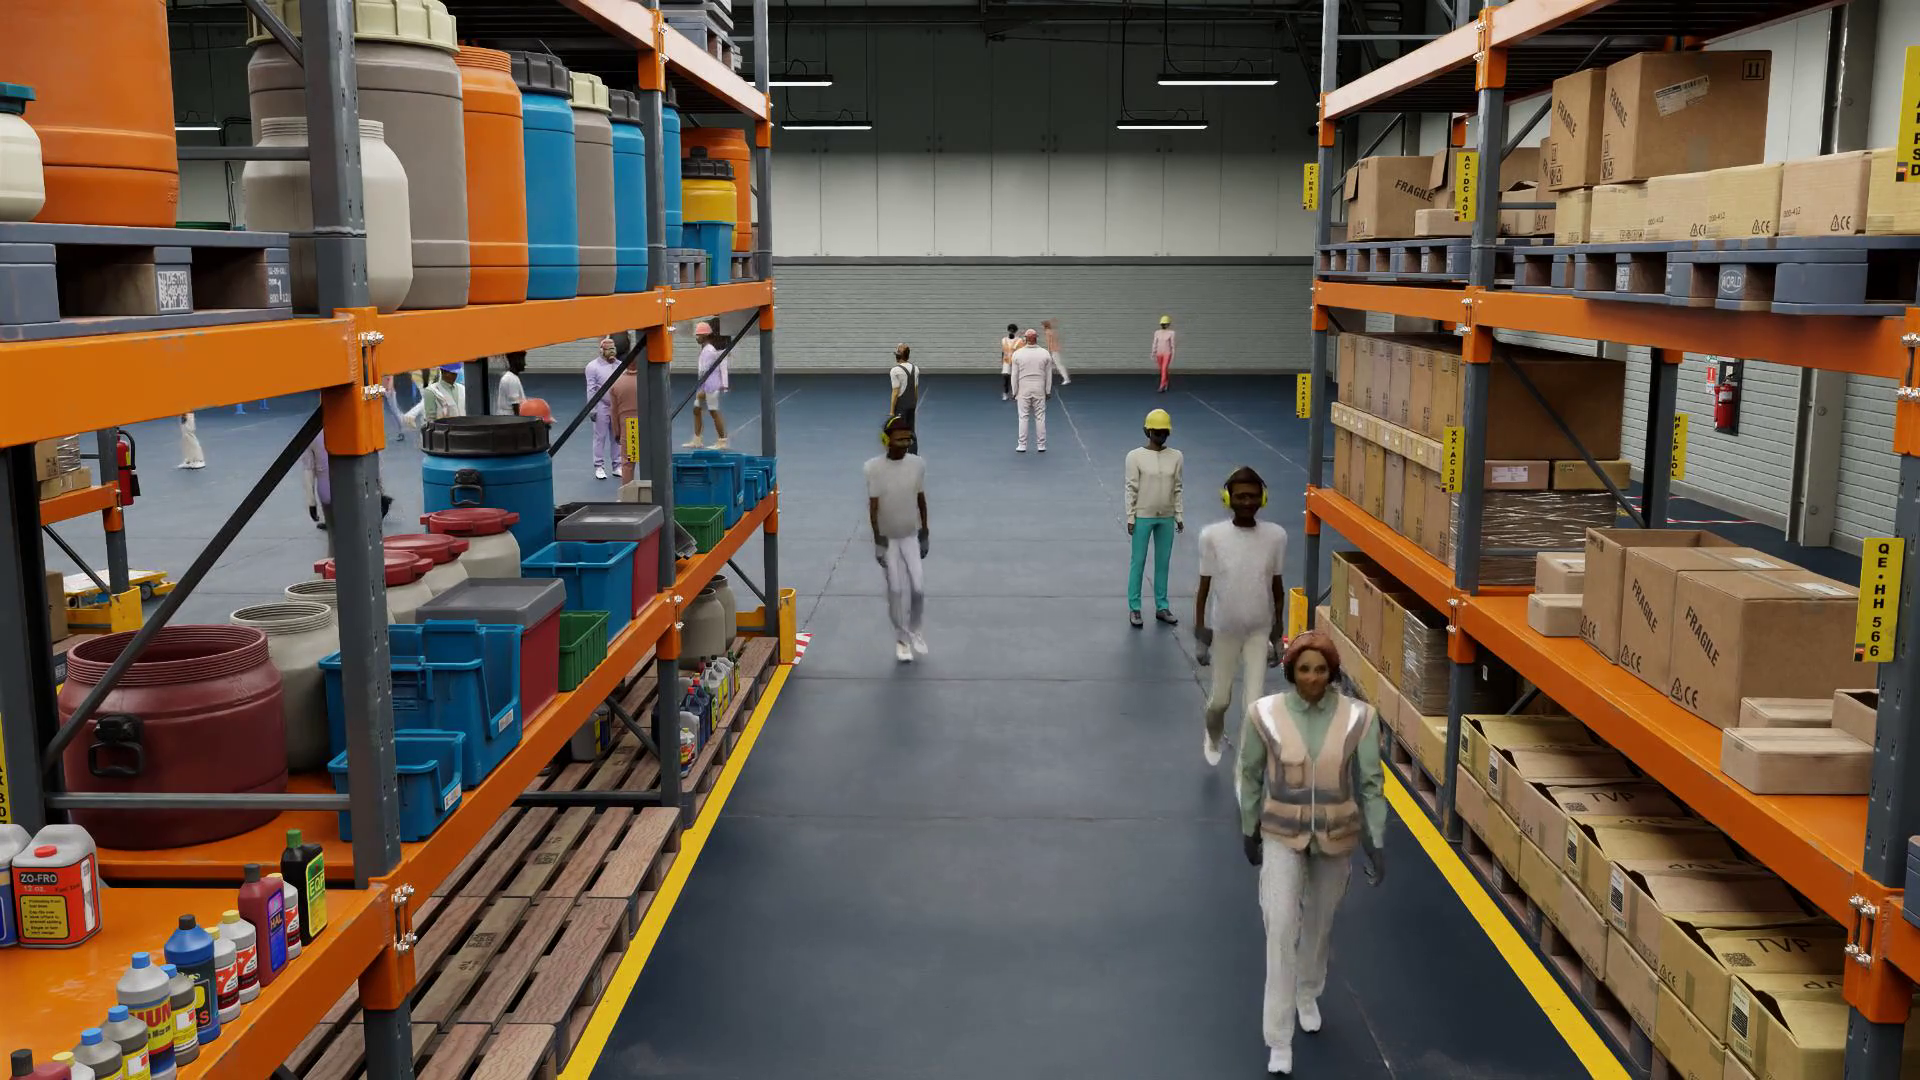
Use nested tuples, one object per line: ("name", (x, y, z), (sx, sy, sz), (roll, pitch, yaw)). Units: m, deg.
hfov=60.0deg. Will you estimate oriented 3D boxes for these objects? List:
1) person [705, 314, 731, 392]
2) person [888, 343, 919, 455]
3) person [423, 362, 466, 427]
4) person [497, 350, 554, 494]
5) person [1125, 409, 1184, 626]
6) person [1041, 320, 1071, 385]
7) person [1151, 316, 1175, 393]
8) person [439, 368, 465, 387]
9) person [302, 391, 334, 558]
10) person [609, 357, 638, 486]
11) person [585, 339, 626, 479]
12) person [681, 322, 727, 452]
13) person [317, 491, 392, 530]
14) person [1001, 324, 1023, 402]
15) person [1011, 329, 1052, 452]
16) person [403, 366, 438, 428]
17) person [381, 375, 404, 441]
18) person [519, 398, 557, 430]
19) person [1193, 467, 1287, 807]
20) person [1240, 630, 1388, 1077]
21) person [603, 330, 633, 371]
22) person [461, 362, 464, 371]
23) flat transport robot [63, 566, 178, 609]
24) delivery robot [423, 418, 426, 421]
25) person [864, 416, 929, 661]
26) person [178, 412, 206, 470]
("person", (-5.550, -4.394, 38.100), (0.612, 1.994, 0.395), (0, 9, -2))
("person", (-0.784, -1.790, 22.955), (0.345, 1.846, 0.507), (8, 12, 40))
("person", (-5.697, -1.107, 18.584), (0.397, 1.939, 0.602), (5, 11, 28))
("person", (-5.668, -1.467, 20.809), (0.963, 1.927, 0.607), (-1, 10, -8))
("person", (1.591, -0.189, 13.596), (0.525, 1.770, 0.306), (-4, 10, -21))
("person", (2.228, -4.544, 40.333), (1.019, 1.552, 0.531), (1, 10, 6))
("person", (4.704, -4.263, 38.073), (0.535, 1.740, 0.761), (6, 11, 34))
("person", (-7.684, -2.084, 25.151), (0.535, 1.699, 0.318), (7, 12, 35))
("person", (-5.453, -0.413, 14.622), (0.586, 1.886, 0.984), (-3, 10, -15))
("person", (-3.838, -1.308, 19.870), (0.641, 1.913, 0.408), (1, 10, 6))
("person", (-4.812, -1.806, 22.858), (0.637, 1.911, 0.406), (-9, 13, -43))
("person", (-4.051, -2.378, 25.984), (0.862, 2.011, 0.615), (-2, 10, -13))
("person", (-6.830, -1.096, 18.623), (0.555, 1.912, 0.829), (7, 12, 35))
("person", (1.093, -3.730, 35.089), (0.551, 1.649, 0.818), (4, 10, 21))
("person", (1.111, -2.329, 25.986), (0.642, 1.913, 0.409), (-1, 10, -6))
("person", (-9.437, -2.807, 29.132), (0.572, 1.814, 0.647), (-5, 11, -28))
("person", (-9.489, -2.454, 27.355), (0.536, 1.700, 0.953), (3, 10, 19))
("person", (-3.336, -0.179, 13.192), (1.005, 1.878, 0.574), (1, 10, 5))
("person", (1.551, 0.492, 9.256), (0.506, 1.858, 0.710), (0, 9, 0))
("person", (1.297, 1.138, 6.123), (0.527, 1.598, 0.826), (1, 10, 6))
("person", (-7.791, -4.373, 37.969), (0.678, 2.000, 0.571), (-4, 10, -24))
("person", (-8.167, -2.412, 26.786), (0.650, 1.815, 0.635), (-4, 10, -23))
("flat transport robot", (-7.551, 0.446, 14.393), (0.652, 0.197, 1.431), (3, 10, 17))
("delivery robot", (-8.629, -2.123, 27.877), (0.698, 0.223, 0.335), (-5, 11, -28))
("person", (-0.458, -0.010, 12.304), (0.513, 1.838, 0.417), (-3, 10, -16))
("person", (-11.048, -1.809, 23.758), (0.352, 1.617, 0.611), (-6, 11, -32))
